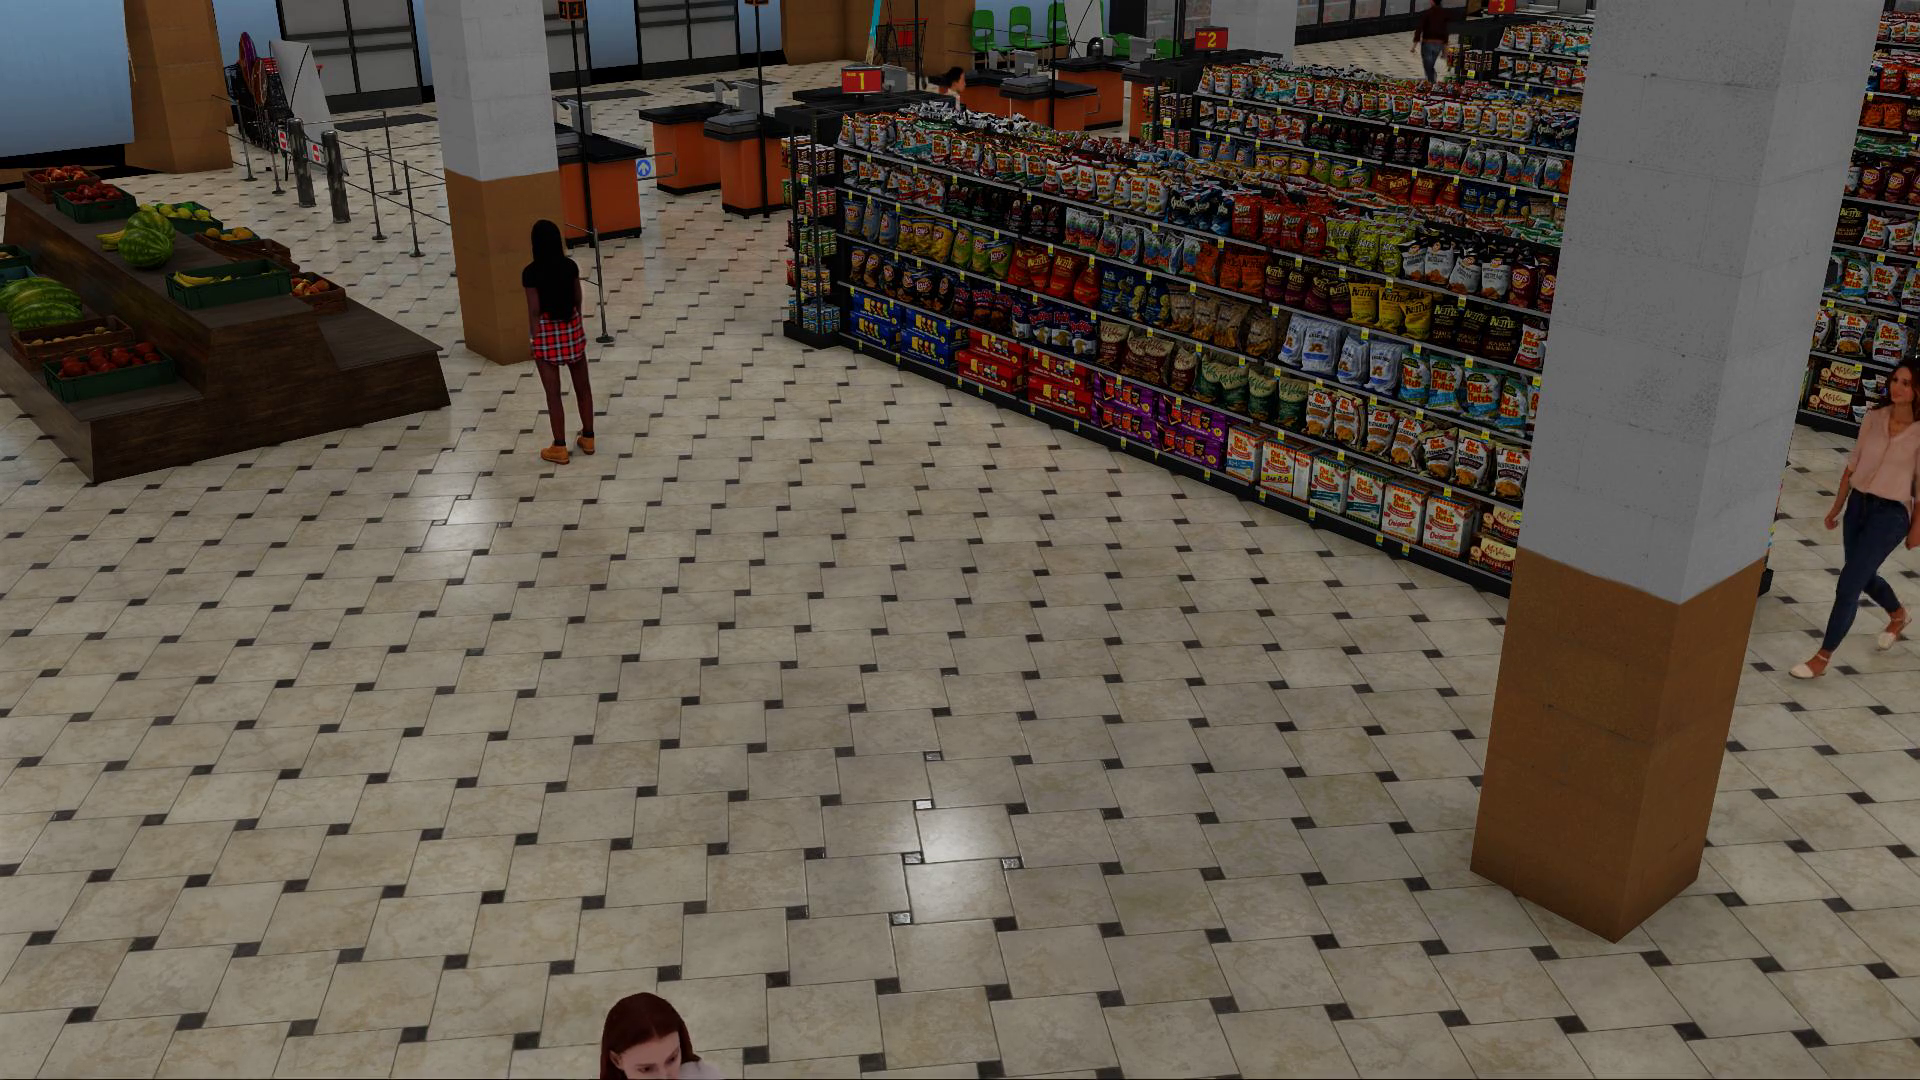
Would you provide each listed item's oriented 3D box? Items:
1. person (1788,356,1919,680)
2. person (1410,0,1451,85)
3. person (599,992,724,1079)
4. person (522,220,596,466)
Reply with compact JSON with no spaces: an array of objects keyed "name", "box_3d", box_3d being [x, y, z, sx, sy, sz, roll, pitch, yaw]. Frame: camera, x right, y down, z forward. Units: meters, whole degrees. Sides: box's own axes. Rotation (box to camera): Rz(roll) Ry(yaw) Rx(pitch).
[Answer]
[{"name":"person","box_3d":[4.870,-0.117,8.741,0.867,1.759,1.129,-10,25,-21]},{"name":"person","box_3d":[7.400,-7.645,25.985,0.973,1.727,1.209,-6,24,-13]},{"name":"person","box_3d":[-0.821,1.859,4.298,0.655,1.701,1.146,-17,29,-33]},{"name":"person","box_3d":[-2.827,-1.399,11.711,0.604,1.728,0.626,22,32,40]}]
